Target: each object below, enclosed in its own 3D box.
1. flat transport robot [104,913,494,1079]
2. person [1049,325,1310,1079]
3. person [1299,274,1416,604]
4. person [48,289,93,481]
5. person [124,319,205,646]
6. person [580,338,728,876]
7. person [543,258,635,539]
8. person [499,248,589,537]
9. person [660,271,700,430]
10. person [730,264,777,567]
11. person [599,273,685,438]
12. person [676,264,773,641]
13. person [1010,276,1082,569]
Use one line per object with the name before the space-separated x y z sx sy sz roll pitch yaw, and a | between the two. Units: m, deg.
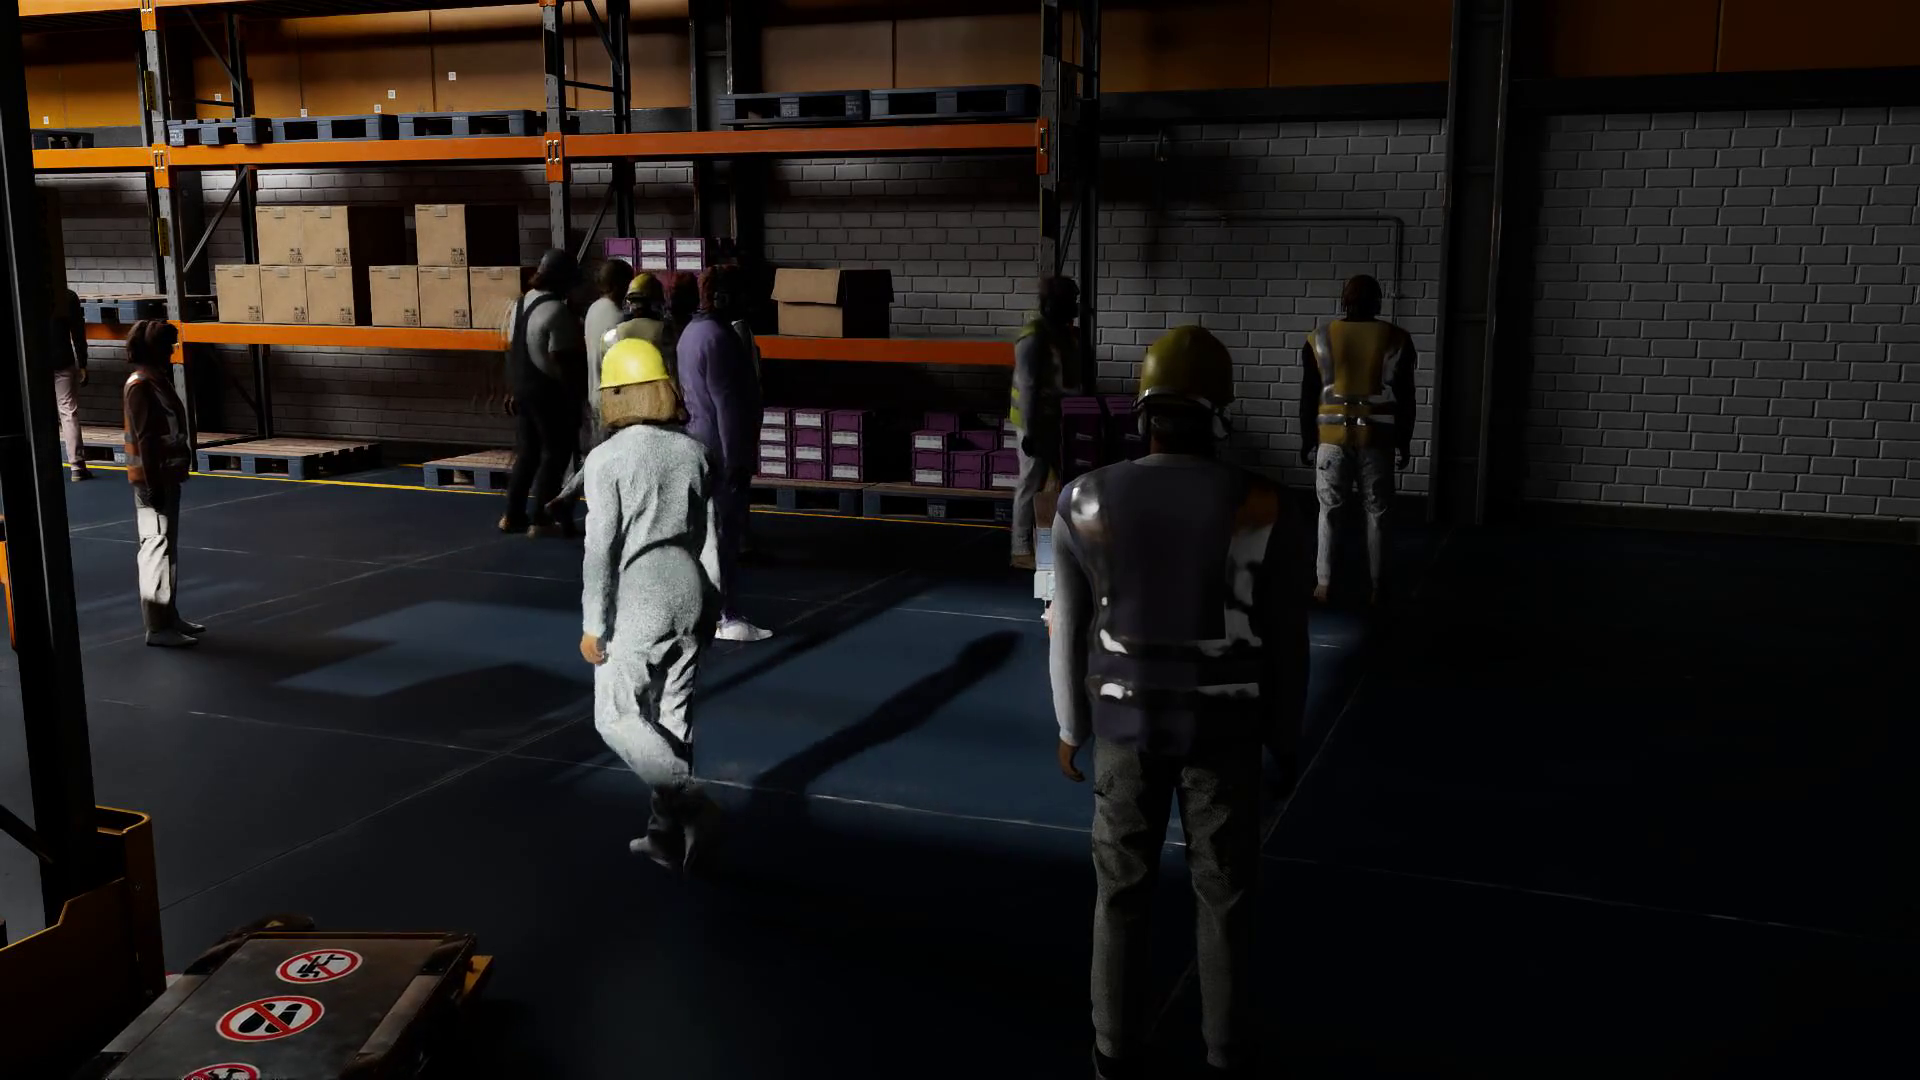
flat transport robot | -1.594 1.219 3.802 0.652 0.197 1.431 0 10 0
person | 0.513 0.418 3.909 0.600 1.832 0.404 2 10 13
person | 2.221 -0.559 9.332 0.634 1.841 0.429 2 10 12
person | -7.681 -1.476 14.008 0.618 1.993 0.396 -4 11 -19
person | -4.031 -0.286 8.380 0.307 1.637 0.525 -3 11 -17
person | -0.919 0.236 5.218 0.566 1.719 0.508 9 13 40
person | -2.345 -0.901 11.041 0.736 1.922 0.640 -6 12 -32
person | -2.820 -1.034 11.420 0.540 2.000 0.829 -9 14 -41
person | -1.911 -0.865 11.083 1.019 1.834 0.588 3 11 16
person | -1.396 -0.773 10.403 0.355 1.885 0.576 -5 12 -28
person | -1.946 -0.753 10.462 0.586 1.823 0.403 1 10 4
person | -1.200 -0.443 8.501 0.405 1.911 0.636 -5 11 -24
person | 0.533 -0.710 10.278 0.437 1.817 0.635 4 11 23
